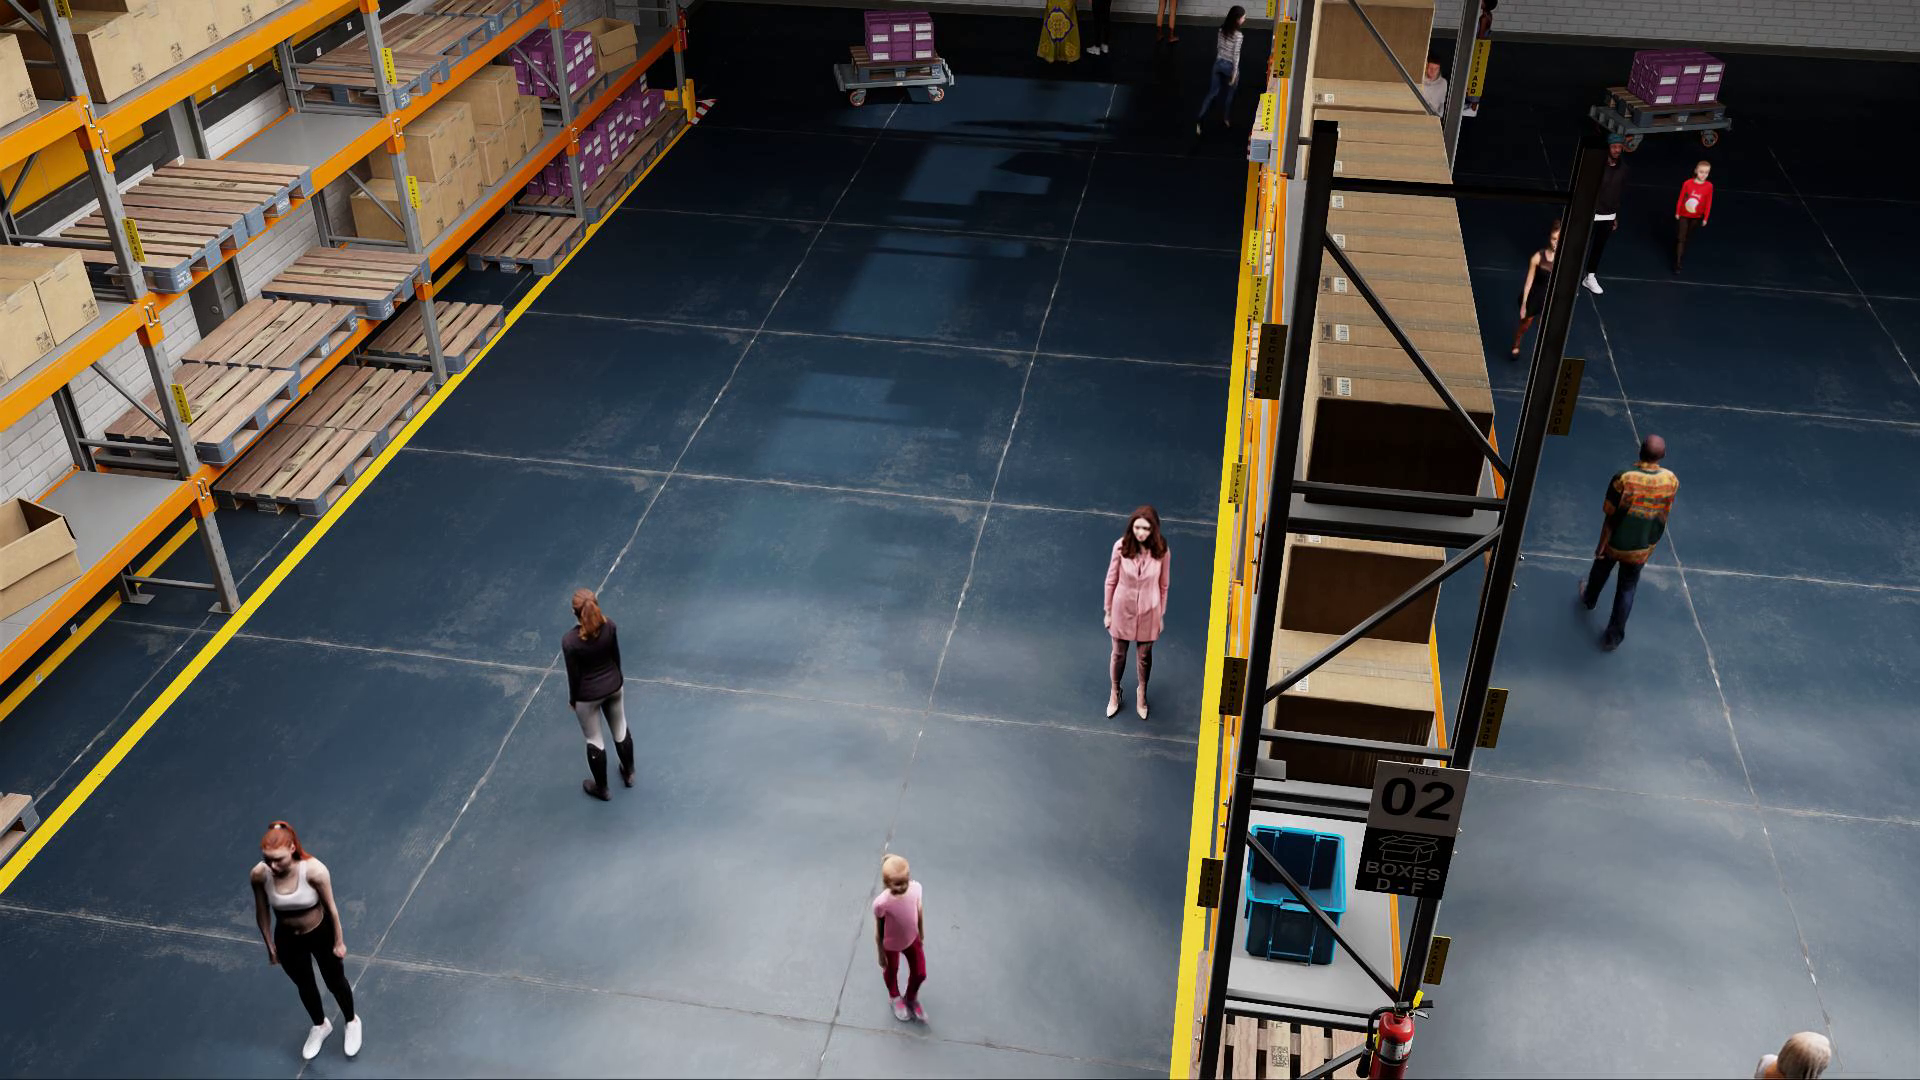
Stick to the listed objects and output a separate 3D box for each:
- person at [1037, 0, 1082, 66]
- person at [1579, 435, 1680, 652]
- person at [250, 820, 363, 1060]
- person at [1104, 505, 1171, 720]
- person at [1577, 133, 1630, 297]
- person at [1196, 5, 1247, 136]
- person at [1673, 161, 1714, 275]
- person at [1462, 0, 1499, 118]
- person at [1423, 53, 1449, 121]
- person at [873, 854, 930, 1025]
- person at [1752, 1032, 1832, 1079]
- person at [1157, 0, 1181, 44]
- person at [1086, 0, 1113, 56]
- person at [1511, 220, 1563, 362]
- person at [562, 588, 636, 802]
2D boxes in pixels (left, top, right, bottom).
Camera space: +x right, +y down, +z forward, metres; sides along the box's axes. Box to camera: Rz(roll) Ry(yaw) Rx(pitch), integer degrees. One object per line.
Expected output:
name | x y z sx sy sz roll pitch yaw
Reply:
person | 1.523 -8.032 25.094 0.842 1.658 0.754 5 34 7
person | 5.172 0.061 12.816 0.725 1.771 1.051 3 34 5
person | -3.725 2.278 9.505 0.632 1.744 0.580 -2 34 -3
person | 1.283 0.519 12.098 0.612 1.803 0.521 4 34 6
person | 7.007 -3.584 18.258 0.751 1.818 0.726 -7 34 -10
person | 3.498 -6.248 22.329 1.021 1.748 1.170 26 42 34
person | 8.328 -3.725 18.974 0.534 1.259 0.947 8 34 11
person | 7.244 -6.780 23.175 0.657 1.697 0.488 10 35 15
person | 5.676 -5.113 20.568 0.795 1.807 1.288 1 34 2
person | -0.390 2.322 9.871 0.626 1.265 0.684 -17 37 -24
person | 4.012 3.070 8.307 0.689 1.751 0.556 -6 34 -10
person | 3.271 -8.676 25.994 0.663 1.733 0.631 17 37 24
person | 2.171 -8.347 25.493 0.649 1.741 0.716 -23 40 -30
person | 5.799 -2.416 16.670 0.685 1.630 1.157 2 34 3
person | -2.476 1.048 11.370 0.659 1.729 0.728 -25 41 -32
